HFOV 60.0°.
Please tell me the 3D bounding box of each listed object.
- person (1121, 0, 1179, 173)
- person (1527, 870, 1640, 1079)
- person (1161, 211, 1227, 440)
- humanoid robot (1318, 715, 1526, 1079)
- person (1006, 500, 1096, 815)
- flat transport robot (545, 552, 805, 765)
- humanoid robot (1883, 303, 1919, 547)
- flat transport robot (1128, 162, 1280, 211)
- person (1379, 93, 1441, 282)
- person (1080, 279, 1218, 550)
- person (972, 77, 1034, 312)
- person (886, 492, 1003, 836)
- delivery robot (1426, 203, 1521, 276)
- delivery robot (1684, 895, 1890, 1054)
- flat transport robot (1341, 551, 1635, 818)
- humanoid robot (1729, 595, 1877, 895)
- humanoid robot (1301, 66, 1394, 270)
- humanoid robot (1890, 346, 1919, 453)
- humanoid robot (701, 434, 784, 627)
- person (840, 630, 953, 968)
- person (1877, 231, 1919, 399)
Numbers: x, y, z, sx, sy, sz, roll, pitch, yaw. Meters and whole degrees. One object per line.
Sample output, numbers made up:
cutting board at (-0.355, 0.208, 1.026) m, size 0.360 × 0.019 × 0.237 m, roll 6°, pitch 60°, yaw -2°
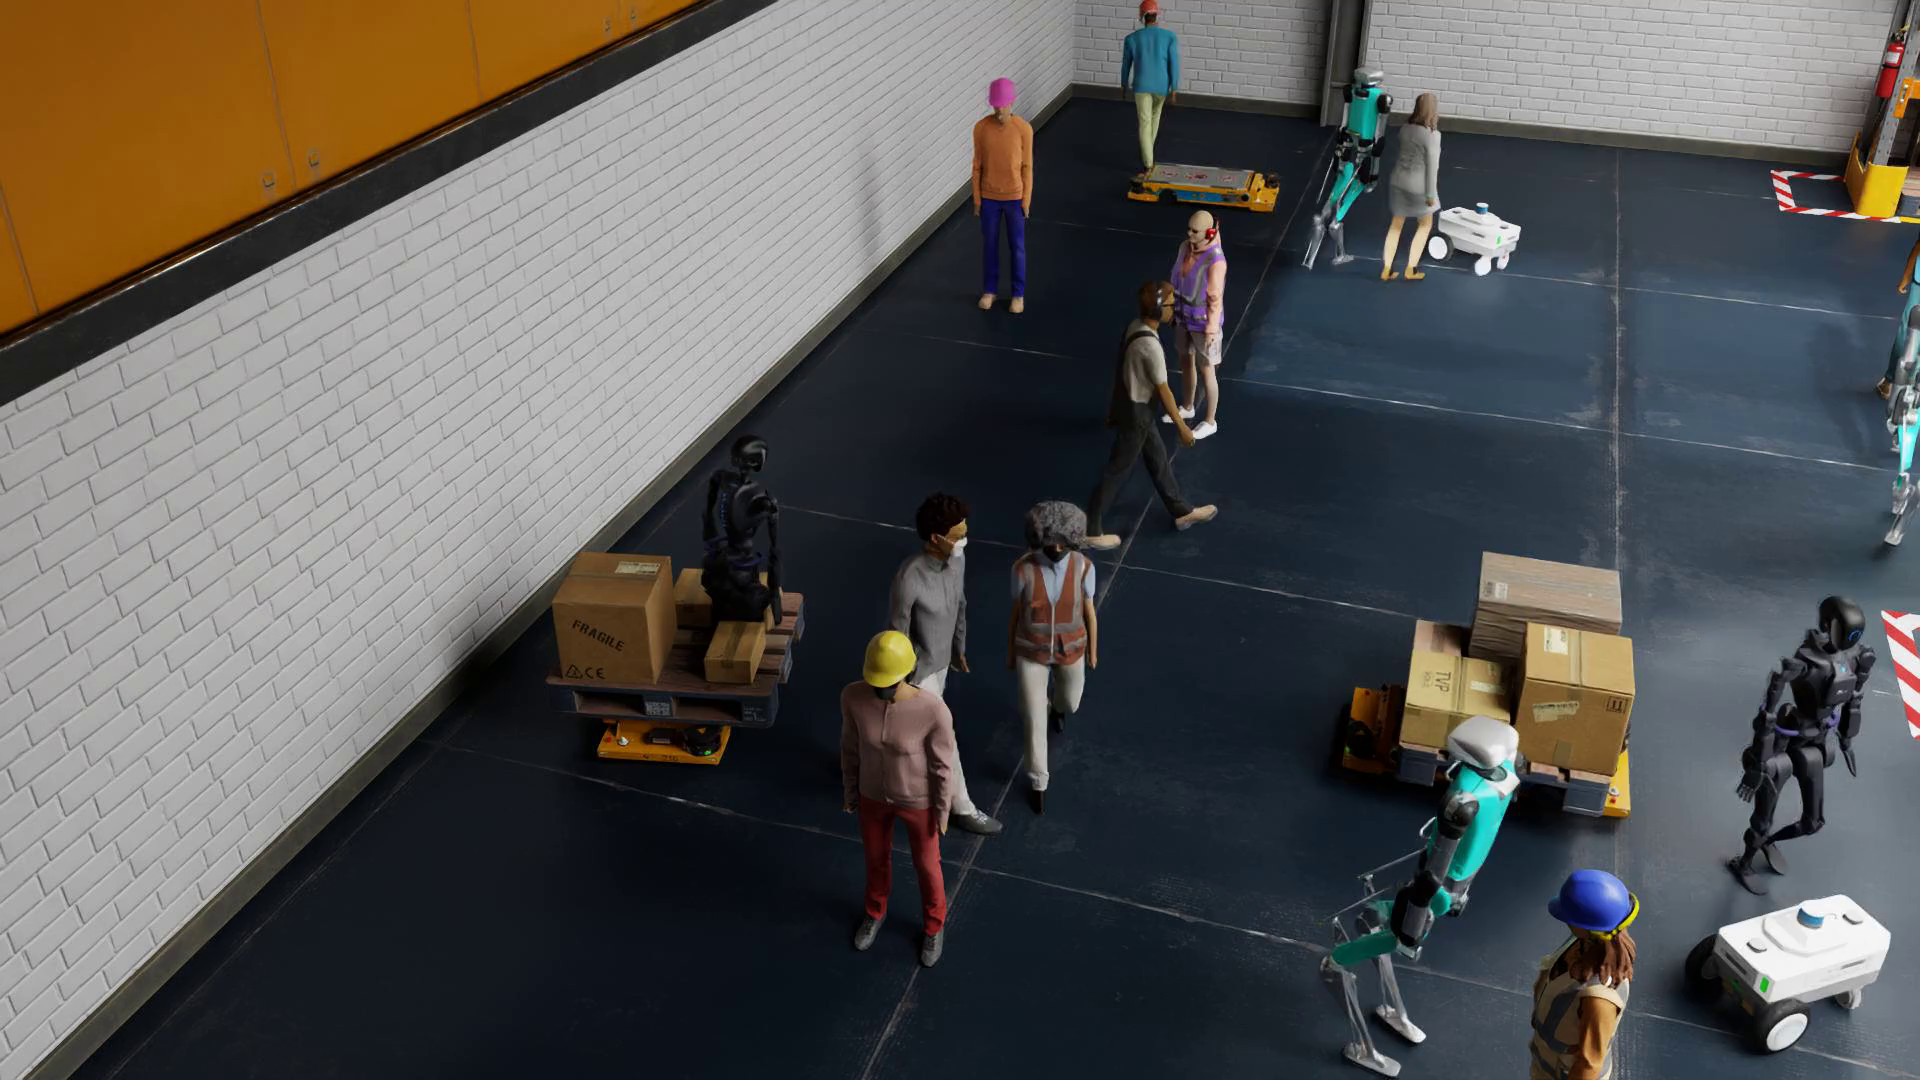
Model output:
person at (1.957, -4.719, 17.251) m, size 0.573 × 1.684 × 0.880 m, roll 0°, pitch 30°, yaw -1°
person at (2.148, 1.875, 5.953) m, size 0.321 × 1.771 × 0.470 m, roll 7°, pitch 31°, yaw 12°
person at (1.690, -1.537, 11.846) m, size 0.356 × 1.688 × 0.478 m, roll -16°, pitch 34°, yaw -25°
humanoid robot at (1.799, 1.398, 6.753) m, size 0.708 × 1.751 × 0.546 m, roll 24°, pitch 38°, yaw 35°
person at (0.457, 0.500, 8.397) m, size 0.452 × 1.659 × 0.751 m, roll -2°, pitch 30°, yaw -3°
flat transport robot at (-1.527, 0.750, 9.350) m, size 0.659 × 0.231 × 1.431 m, roll 3°, pitch 31°, yaw 5°
humanoid robot at (6.053, -0.734, 10.448) m, size 0.554 × 1.740 × 1.036 m, roll 21°, pitch 37°, yaw 32°
flat transport robot at (2.444, -3.528, 16.627) m, size 1.431 × 0.231 × 0.659 m, roll 8°, pitch 31°, yaw 13°
person at (3.909, -3.043, 14.445) m, size 0.456 × 1.638 × 0.503 m, roll -22°, pitch 37°, yaw -33°
person at (1.191, -0.766, 10.428) m, size 0.985 × 1.790 × 0.520 m, roll -2°, pitch 31°, yaw -4°
person at (0.349, -2.858, 13.813) m, size 0.509 × 1.976 × 0.405 m, roll 6°, pitch 31°, yaw 10°
person at (-0.203, 0.561, 8.117) m, size 0.913 × 1.851 × 0.546 m, roll 19°, pitch 35°, yaw 28°
delivery robot at (4.645, -2.745, 15.004) m, size 0.524 × 0.587 × 0.747 m, roll -21°, pitch 37°, yaw -32°
delivery robot at (3.609, 1.825, 7.241) m, size 0.768 × 0.597 × 0.524 m, roll -10°, pitch 32°, yaw -16°
flat transport robot at (2.784, 1.076, 8.794) m, size 1.431 × 0.231 × 0.659 m, roll 9°, pitch 32°, yaw 15°
humanoid robot at (3.849, 0.938, 7.633) m, size 0.602 × 1.646 × 0.339 m, roll -8°, pitch 31°, yaw -14°
humanoid robot at (3.344, -3.197, 14.725) m, size 0.761 × 1.891 × 0.538 m, roll -17°, pitch 35°, yaw -27°
humanoid robot at (6.898, -1.330, 11.466) m, size 0.886 × 1.780 × 0.580 m, roll -22°, pitch 37°, yaw -32°
humanoid robot at (-1.226, 0.192, 8.925) m, size 0.604 × 1.639 × 0.456 m, roll 26°, pitch 39°, yaw 37°
person at (-0.279, 1.127, 7.242) m, size 0.520 × 1.759 × 0.347 m, roll 10°, pitch 32°, yaw 17°
person at (7.230, -1.887, 12.260) m, size 0.539 × 1.865 × 0.384 m, roll 16°, pitch 34°, yaw 25°
